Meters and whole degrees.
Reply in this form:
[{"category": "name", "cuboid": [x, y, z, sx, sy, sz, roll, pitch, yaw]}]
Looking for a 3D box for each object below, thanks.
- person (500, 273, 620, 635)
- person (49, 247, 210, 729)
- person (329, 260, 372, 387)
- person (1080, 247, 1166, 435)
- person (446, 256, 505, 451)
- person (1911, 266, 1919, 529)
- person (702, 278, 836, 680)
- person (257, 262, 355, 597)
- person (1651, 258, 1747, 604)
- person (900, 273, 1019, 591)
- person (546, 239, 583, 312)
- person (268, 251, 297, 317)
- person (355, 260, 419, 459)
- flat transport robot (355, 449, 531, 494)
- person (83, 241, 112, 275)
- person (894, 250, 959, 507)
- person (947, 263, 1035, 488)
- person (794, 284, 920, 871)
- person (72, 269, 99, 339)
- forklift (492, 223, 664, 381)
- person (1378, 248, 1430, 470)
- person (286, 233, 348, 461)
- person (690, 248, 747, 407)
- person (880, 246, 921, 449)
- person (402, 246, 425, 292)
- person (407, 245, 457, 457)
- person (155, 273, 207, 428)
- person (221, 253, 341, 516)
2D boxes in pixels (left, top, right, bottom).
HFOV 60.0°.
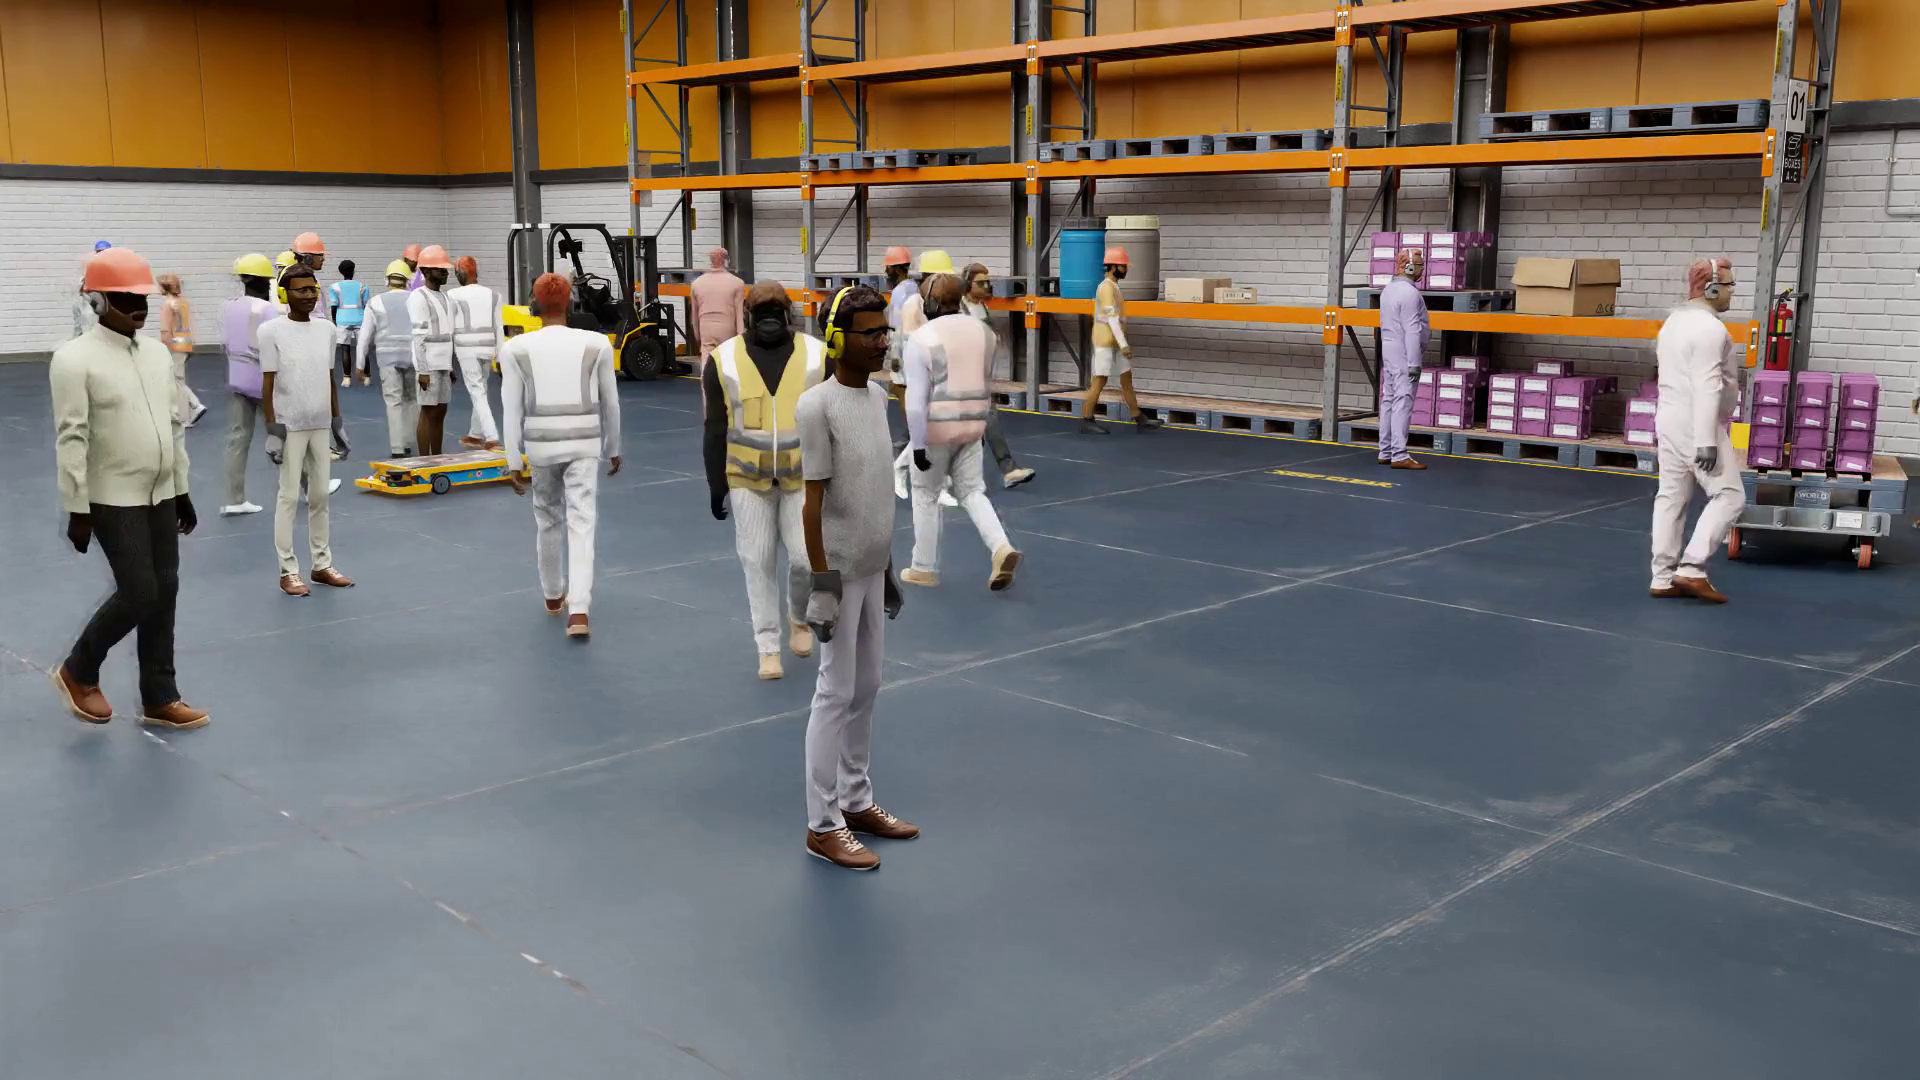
[{"category": "person", "cuboid": [-2.041, -0.444, 8.553, 0.582, 1.839, 0.976, -2, 11, -10]}, {"category": "person", "cuboid": [-3.383, -0.186, 6.741, 0.485, 1.979, 0.616, 2, 11, 12]}, {"category": "person", "cuboid": [-8.158, -2.900, 22.290, 0.537, 1.698, 0.321, -6, 12, -28]}, {"category": "person", "cuboid": [1.621, -1.995, 16.819, 0.769, 1.910, 0.556, 3, 11, 16]}, {"category": "person", "cuboid": [-4.521, -1.725, 15.519, 0.942, 1.841, 0.574, 9, 13, 39]}, {"category": "person", "cuboid": [6.708, -0.990, 11.334, 0.477, 1.897, 0.660, 2, 11, 13]}, {"category": "person", "cuboid": [-0.847, -0.272, 7.600, 0.650, 1.829, 0.440, -1, 10, -7]}, {"category": "person", "cuboid": [-3.704, -0.630, 9.445, 0.334, 1.873, 0.517, 7, 12, 33]}, {"category": "person", "cuboid": [4.098, -0.588, 9.137, 0.508, 1.892, 0.671, 0, 10, 2]}, {"category": "person", "cuboid": [-0.019, -0.597, 9.422, 0.630, 1.816, 0.784, -7, 13, -35]}, {"category": "person", "cuboid": [-6.361, -3.871, 26.853, 0.609, 1.964, 0.367, 1, 10, 6]}, {"category": "person", "cuboid": [-7.895, -2.478, 19.626, 0.600, 1.829, 0.404, 1, 10, 4]}, {"category": "person", "cuboid": [-5.039, -1.591, 14.864, 0.714, 1.792, 0.745, -5, 12, -25]}, {"category": "flat transport robot", "cuboid": [-4.070, -0.565, 13.453, 0.652, 0.197, 1.431, 10, 14, 43]}, {"category": "person", "cuboid": [-12.926, -3.554, 25.203, 0.604, 1.938, 0.401, 1, 10, 6]}, {"category": "person", "cuboid": [-0.234, -1.196, 12.400, 0.515, 1.916, 0.602, 7, 12, 33]}, {"category": "person", "cuboid": [0.152, -1.285, 13.211, 0.945, 1.794, 0.501, 8, 13, 38]}, {"category": "person", "cuboid": [-0.333, 0.116, 5.392, 0.317, 1.865, 0.531, 5, 11, 23]}, {"category": "person", "cuboid": [-8.421, -1.826, 16.319, 0.503, 1.731, 0.379, -2, 11, -10]}, {"category": "forklift", "cuboid": [-5.316, -3.263, 22.920, 2.313, 2.155, 1.214, -10, 14, -44]}, {"category": "person", "cuboid": [3.877, -1.571, 14.475, 0.409, 1.907, 0.651, -1, 10, -5]}, {"category": "person", "cuboid": [-5.799, -1.725, 14.943, 0.378, 2.041, 0.616, -9, 14, -40]}, {"category": "person", "cuboid": [-2.567, -2.226, 18.140, 0.679, 1.864, 0.933, 2, 11, 13]}, {"category": "person", "cuboid": [-0.547, -1.802, 15.691, 0.419, 1.921, 0.559, 2, 11, 13]}, {"category": "person", "cuboid": [-7.461, -3.053, 22.658, 0.558, 1.876, 1.028, -4, 11, -19]}, {"category": "person", "cuboid": [-4.296, -1.441, 13.680, 0.379, 1.938, 0.547, 1, 10, 8]}, {"category": "person", "cuboid": [-8.209, -1.968, 17.381, 0.364, 1.623, 0.539, -1, 10, -7]}, {"category": "person", "cuboid": [-5.078, -1.146, 12.213, 0.618, 1.876, 0.960, 6, 12, 29]}]
